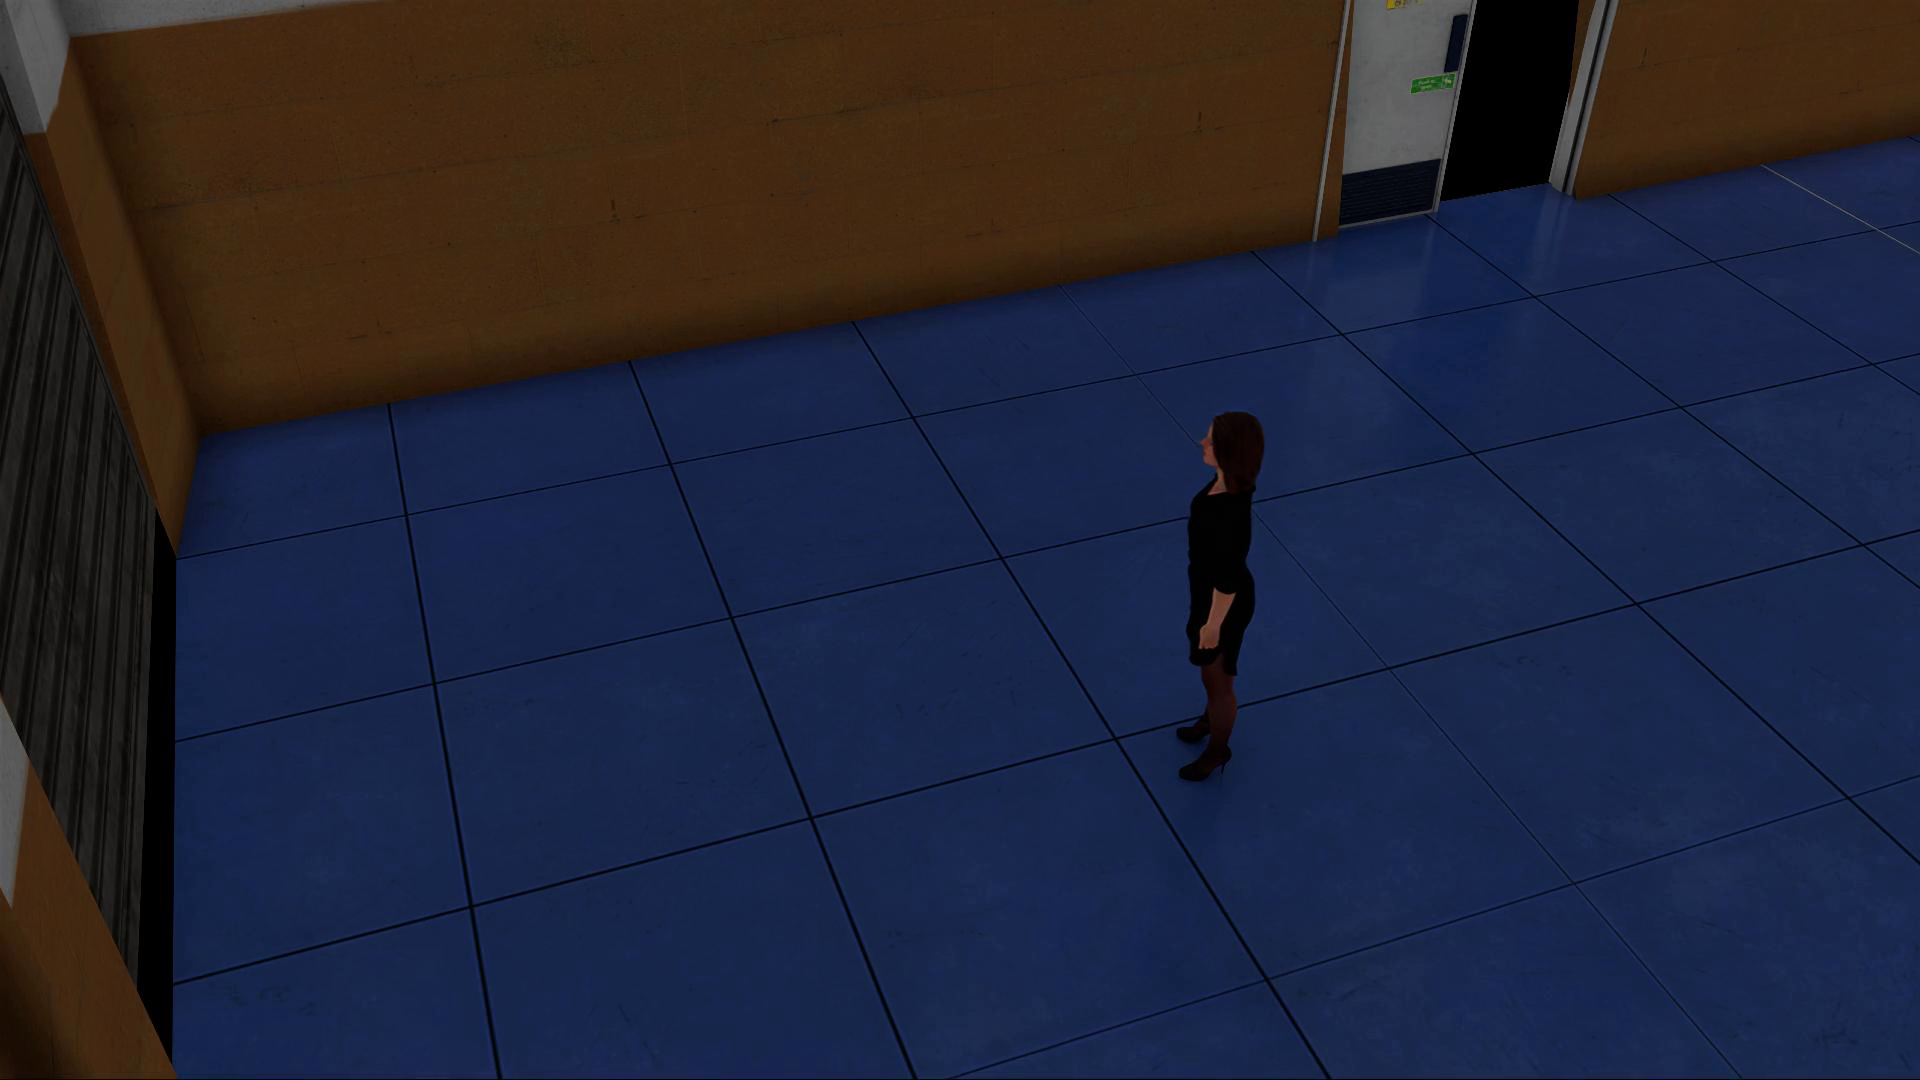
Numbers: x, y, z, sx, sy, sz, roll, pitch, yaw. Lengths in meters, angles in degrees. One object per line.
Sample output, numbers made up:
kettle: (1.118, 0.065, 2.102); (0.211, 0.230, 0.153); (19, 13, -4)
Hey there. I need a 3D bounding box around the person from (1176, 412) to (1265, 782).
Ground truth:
person: (1.007, 0.235, 6.401); (0.720, 1.706, 0.596); (5, 37, 6)
